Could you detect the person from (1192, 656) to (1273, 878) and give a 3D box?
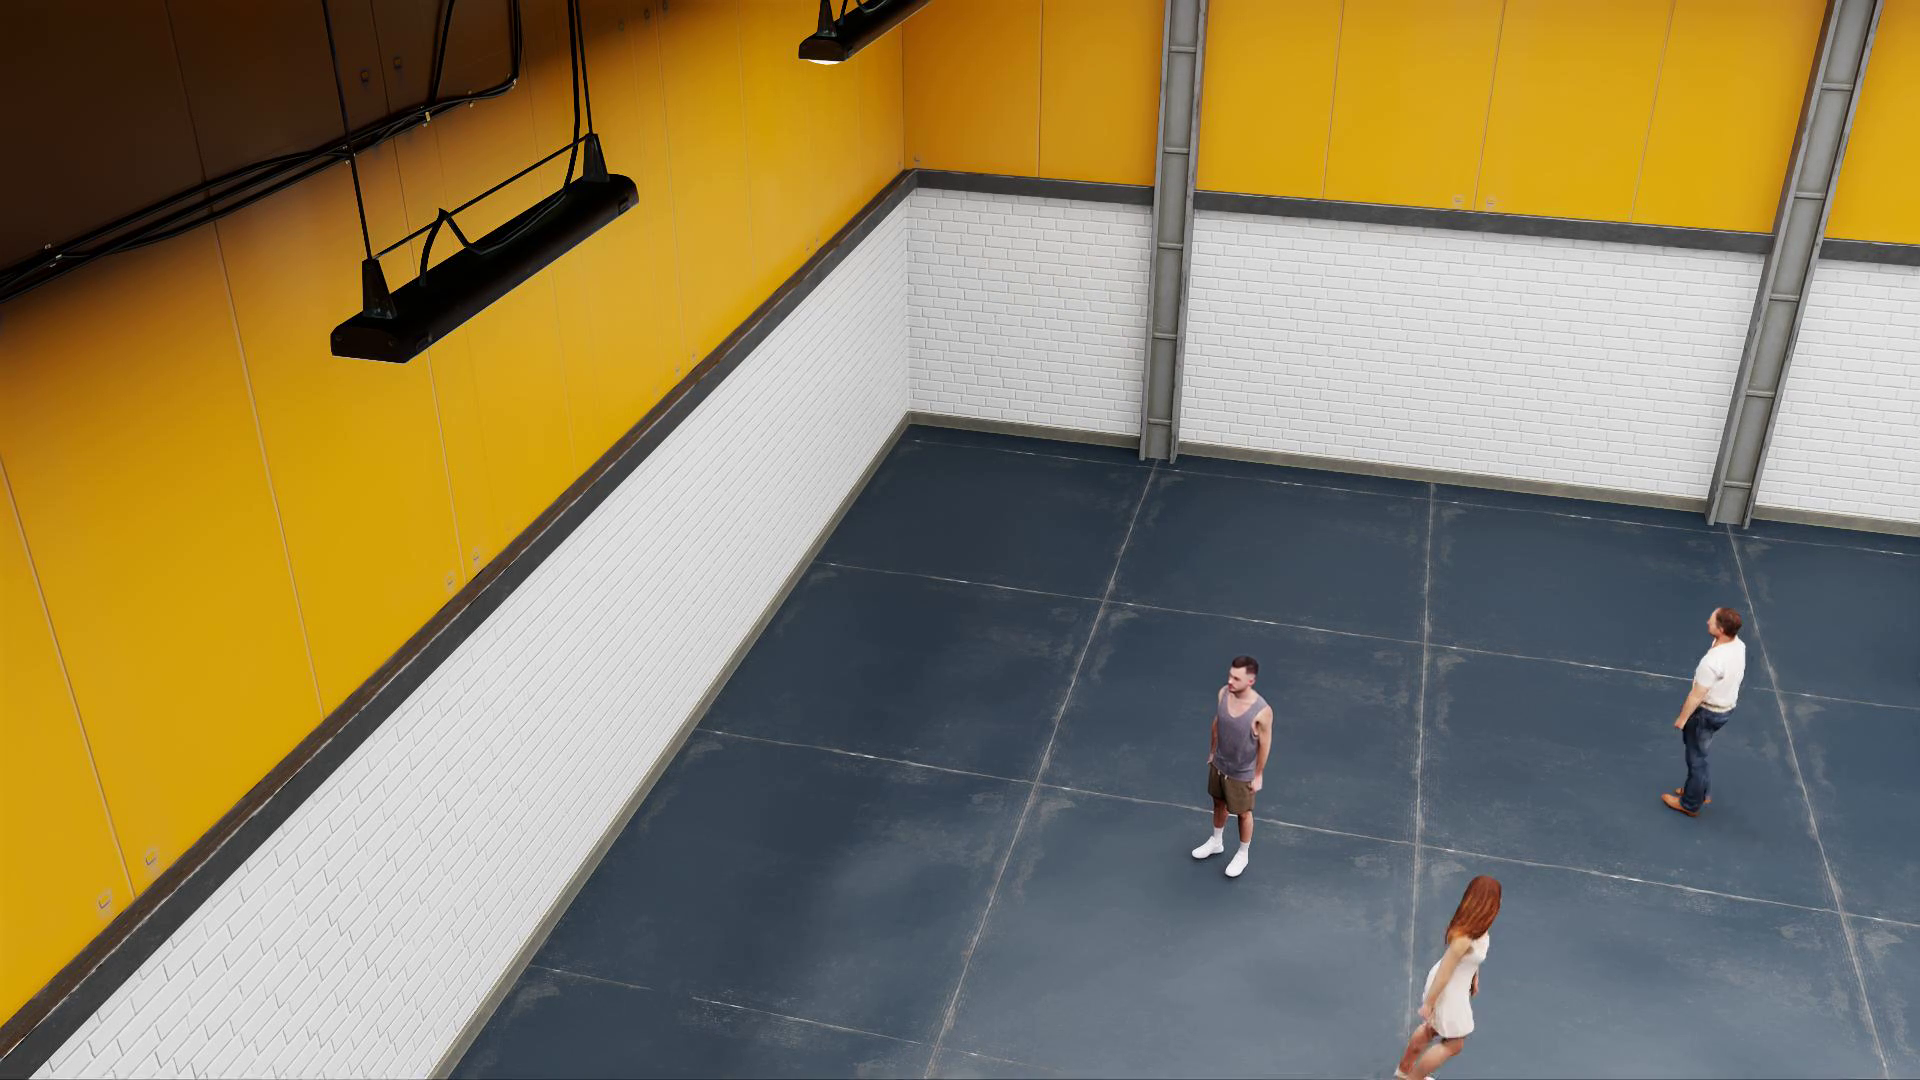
[{"bbox_3d":[2.011,1.616,12.117,0.793,1.845,0.674,-24,37,-37],"label":"person"}]

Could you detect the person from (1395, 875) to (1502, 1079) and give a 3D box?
[{"bbox_3d":[2.947,2.768,10.247,0.697,1.668,0.633,21,35,33],"label":"person"}]

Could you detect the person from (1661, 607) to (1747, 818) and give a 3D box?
[{"bbox_3d":[5.786,1.352,12.660,0.807,1.845,0.830,-22,36,-35],"label":"person"}]
